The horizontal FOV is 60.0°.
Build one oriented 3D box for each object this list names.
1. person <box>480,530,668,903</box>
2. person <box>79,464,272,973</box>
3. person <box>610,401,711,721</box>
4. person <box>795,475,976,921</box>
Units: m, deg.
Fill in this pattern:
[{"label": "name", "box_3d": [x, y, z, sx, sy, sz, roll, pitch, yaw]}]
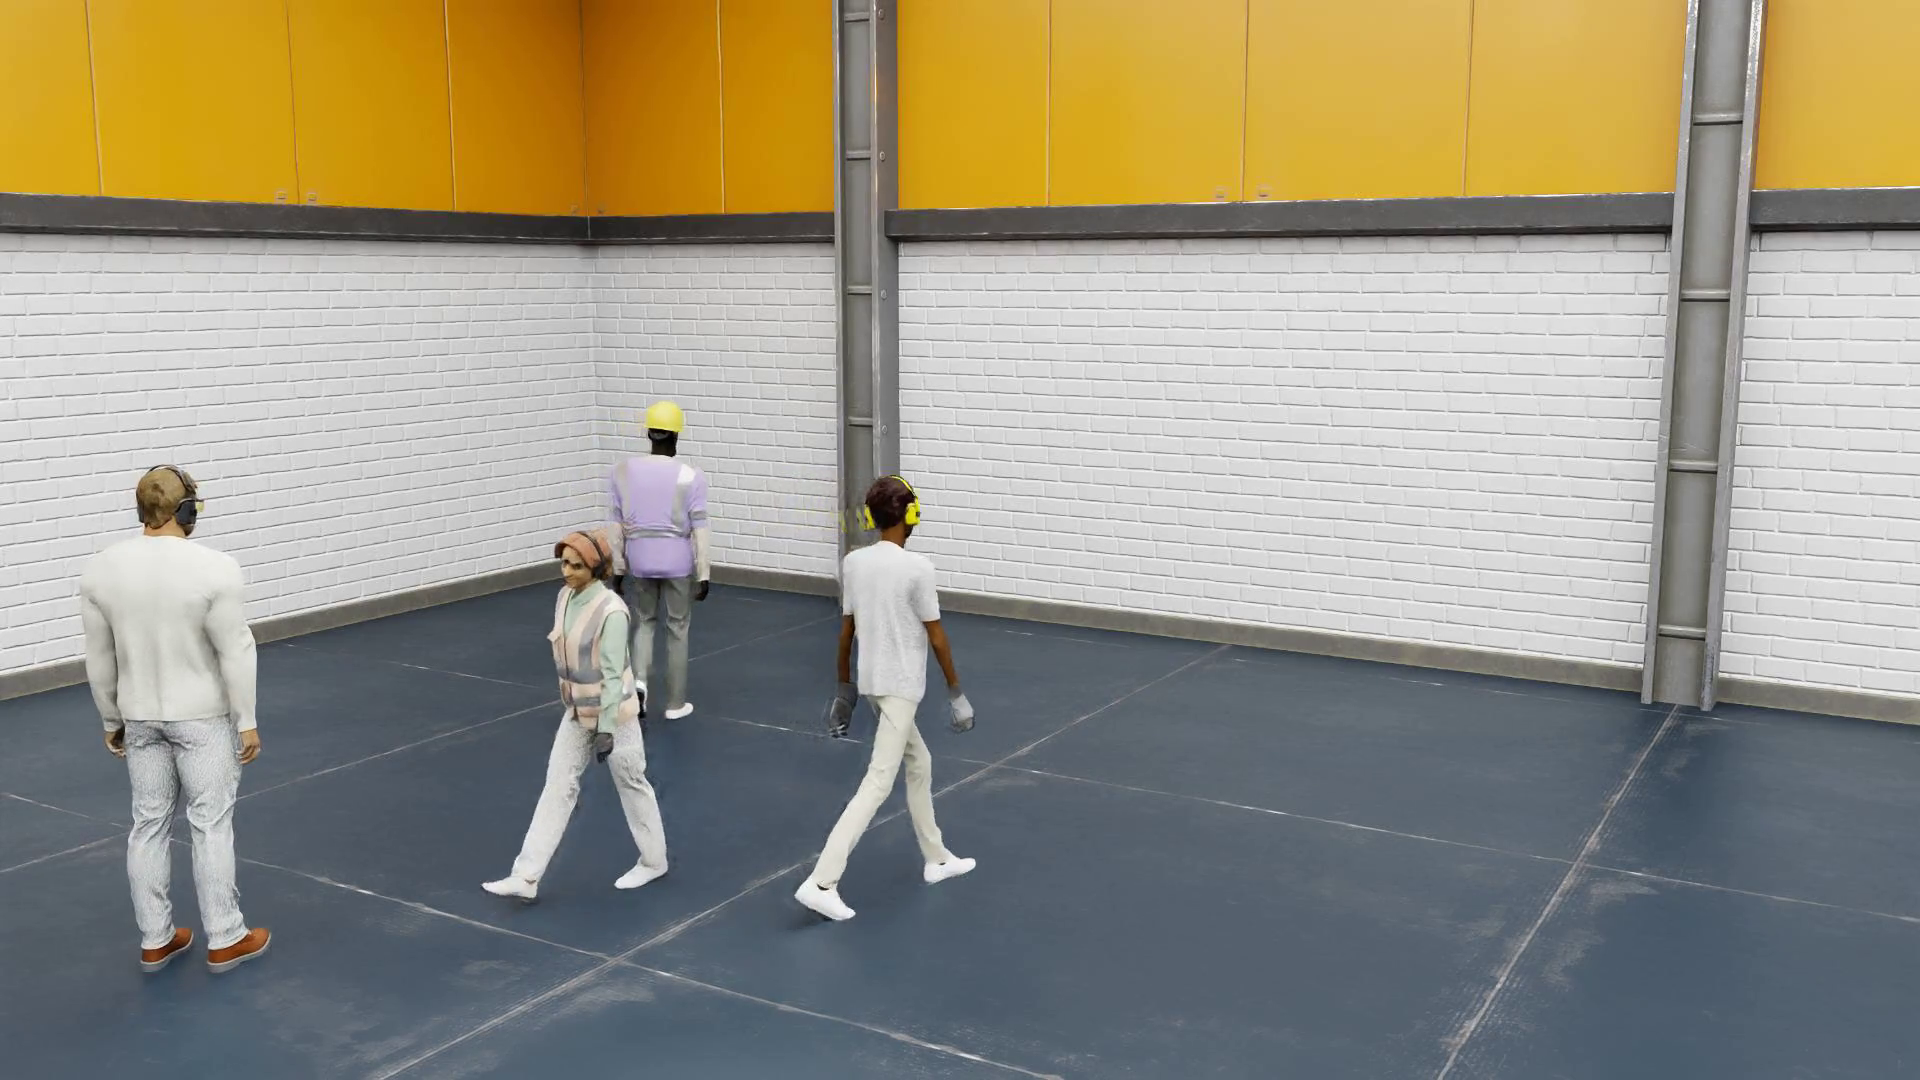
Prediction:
[{"label": "person", "box_3d": [-1.569, 0.749, 6.911, 0.866, 1.586, 0.535, -8, 12, -41]}, {"label": "person", "box_3d": [-2.959, 0.680, 6.297, 0.635, 1.936, 0.354, 1, 9, 5]}, {"label": "person", "box_3d": [-1.755, 0.144, 9.735, 0.604, 1.907, 0.492, 1, 9, 8]}, {"label": "person", "box_3d": [-0.317, 0.644, 6.944, 0.988, 1.819, 0.551, -7, 12, -39]}]
